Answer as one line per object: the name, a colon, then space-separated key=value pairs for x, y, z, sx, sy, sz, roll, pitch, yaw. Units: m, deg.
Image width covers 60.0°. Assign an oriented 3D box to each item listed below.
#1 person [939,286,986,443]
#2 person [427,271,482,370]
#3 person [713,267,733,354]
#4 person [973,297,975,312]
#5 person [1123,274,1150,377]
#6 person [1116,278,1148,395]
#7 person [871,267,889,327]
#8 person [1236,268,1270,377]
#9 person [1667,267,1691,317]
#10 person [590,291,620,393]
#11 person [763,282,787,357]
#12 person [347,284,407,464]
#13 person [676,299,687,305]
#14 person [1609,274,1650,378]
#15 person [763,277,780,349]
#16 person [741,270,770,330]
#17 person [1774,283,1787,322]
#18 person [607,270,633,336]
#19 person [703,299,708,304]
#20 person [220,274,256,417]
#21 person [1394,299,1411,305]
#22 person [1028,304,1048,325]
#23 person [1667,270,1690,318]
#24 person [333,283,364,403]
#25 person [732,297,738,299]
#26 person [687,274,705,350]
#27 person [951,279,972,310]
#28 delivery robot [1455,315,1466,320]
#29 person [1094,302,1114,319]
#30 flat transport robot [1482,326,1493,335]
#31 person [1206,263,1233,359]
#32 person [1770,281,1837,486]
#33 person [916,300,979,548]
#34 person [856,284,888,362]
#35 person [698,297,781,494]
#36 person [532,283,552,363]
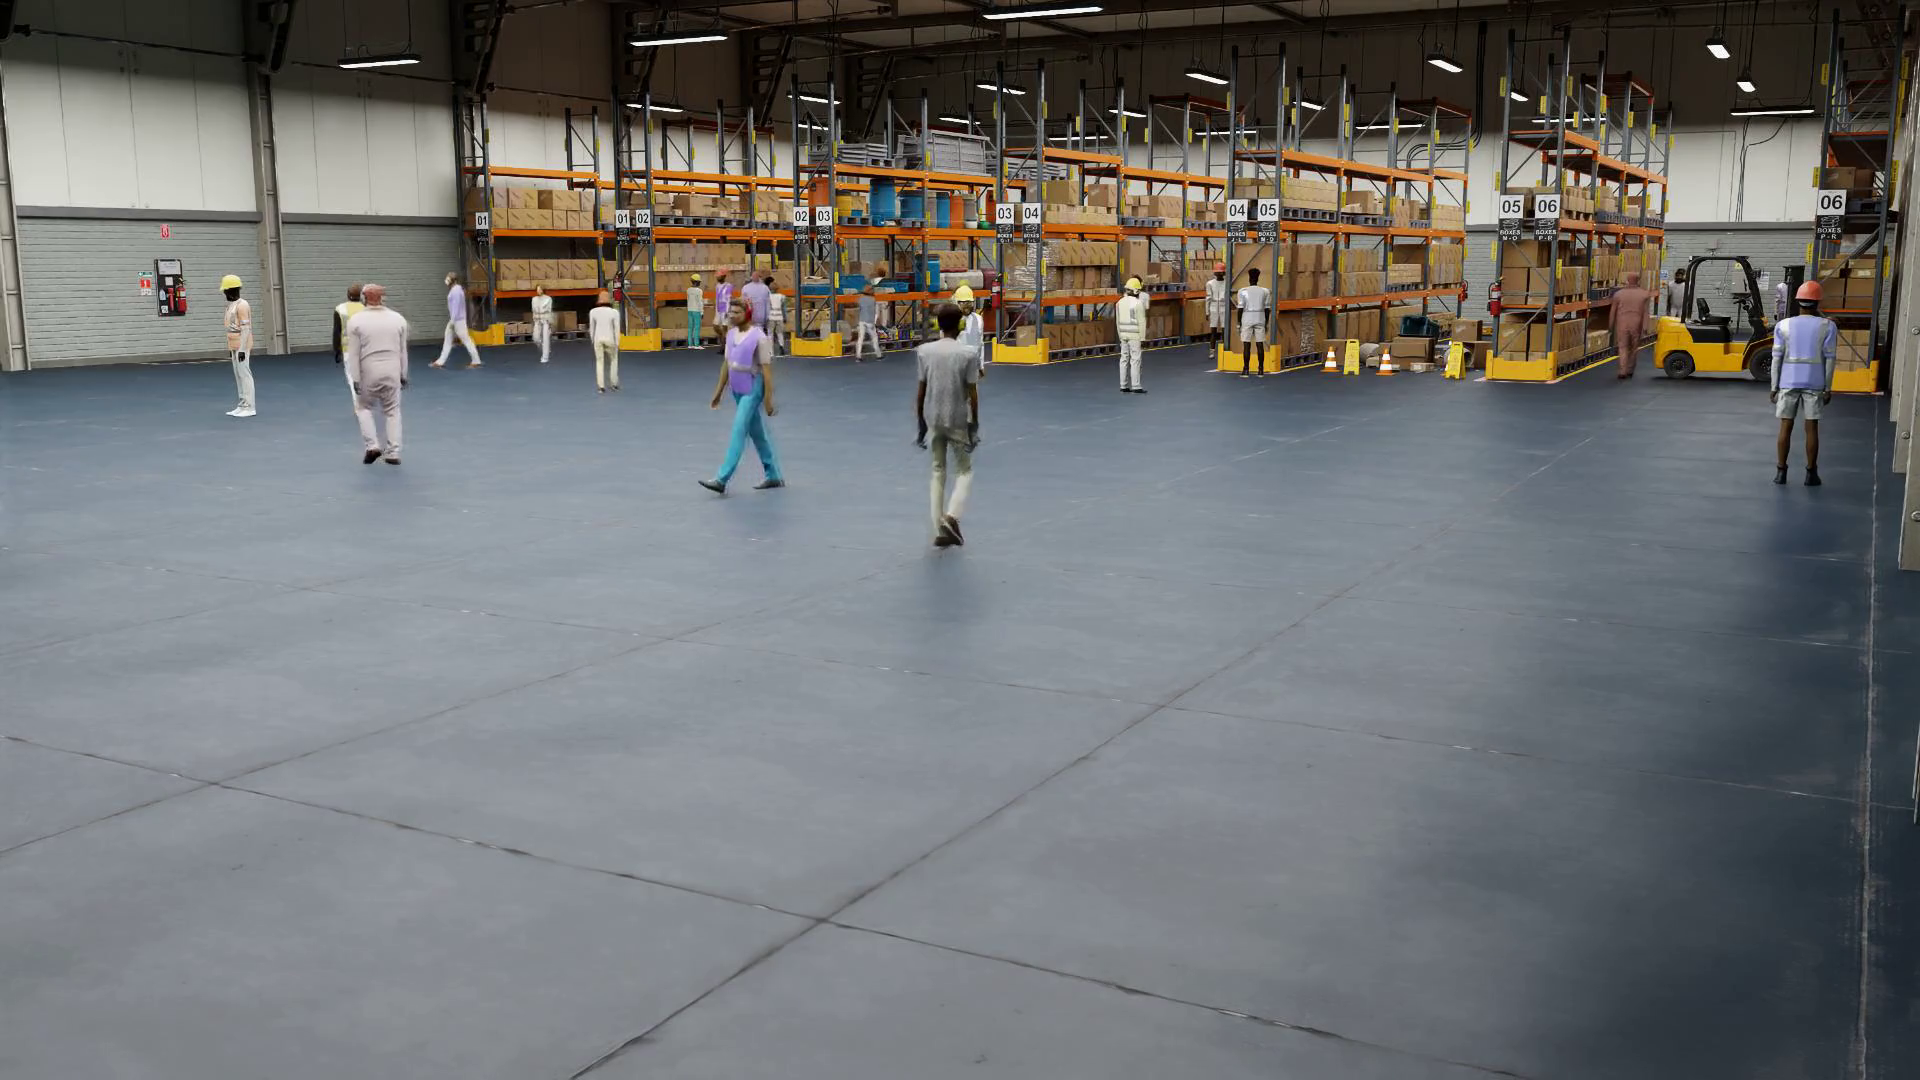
person: x=0.041 y=-2.047 z=19.433 sx=0.599 sy=1.830 sz=0.403 roll=-6 pitch=11 yaw=-30
person: x=-9.685 y=-4.194 z=31.861 sx=1.009 sy=1.885 sz=0.647 roll=-4 pitch=10 yaw=-21
person: x=-5.284 y=-5.088 z=36.956 sx=0.566 sy=1.930 sz=0.414 roll=9 pitch=13 yaw=42
person: x=0.139 y=-6.521 z=45.765 sx=0.625 sy=1.799 sz=0.972 roll=4 pitch=11 yaw=23
person: x=3.200 y=-3.912 z=30.293 sx=0.522 sy=1.856 sz=0.696 roll=4 pitch=11 yaw=24
person: x=2.722 y=-3.204 z=26.205 sx=0.404 sy=1.833 sz=0.590 roll=-7 pitch=12 yaw=-37
person: x=-2.192 y=-6.570 z=45.788 sx=0.598 sy=1.873 sz=0.645 roll=4 pitch=10 yaw=22
person: x=5.259 y=-3.898 z=29.874 sx=0.607 sy=1.966 sz=0.373 roll=-1 pitch=10 yaw=-3
person: x=17.923 y=-5.836 z=41.443 sx=0.587 sy=1.900 sz=0.541 roll=5 pitch=11 yaw=26
person: x=-5.686 y=-3.181 z=26.738 sx=0.514 sy=1.605 sz=0.754 roll=0 pitch=10 yaw=1
person: x=-3.969 y=-4.729 z=35.730 sx=0.567 sy=1.624 sz=0.444 roll=-4 pitch=10 yaw=-22
person: x=-6.074 y=-1.719 z=17.366 sx=0.652 sy=1.891 sz=0.460 roll=-7 pitch=12 yaw=-37
person: x=-6.997 y=-5.954 z=42.269 sx=0.508 sy=1.846 sz=0.345 roll=5 pitch=11 yaw=27
person: x=11.964 y=-3.817 z=29.756 sx=0.660 sy=1.853 sz=1.021 roll=4 pitch=10 yaw=21
person: x=-4.465 y=-5.340 z=39.106 sx=0.542 sy=1.696 sz=0.316 roll=6 pitch=11 yaw=32
person: x=-4.295 y=-4.736 z=35.053 sx=0.666 sy=1.881 sz=0.746 roll=-6 pitch=11 yaw=-30
person: x=18.398 y=-5.078 z=36.941 sx=0.580 sy=1.918 sz=0.401 roll=5 pitch=11 yaw=25
person: x=-8.484 y=-5.844 z=41.646 sx=0.633 sy=1.839 sz=0.429 roll=1 pitch=10 yaw=5
person: x=-7.245 y=-6.600 z=46.102 sx=0.595 sy=1.826 sz=1.020 roll=4 pitch=10 yaw=20
person: x=-9.801 y=-2.632 z=22.578 sx=0.364 sy=1.928 sz=0.587 roll=-7 pitch=12 yaw=-37
person: x=12.497 y=-6.753 z=46.766 sx=0.807 sy=1.898 sz=0.582 roll=3 pitch=10 yaw=15
person: x=1.853 y=-5.523 z=39.200 sx=0.524 sy=2.029 sz=0.635 roll=-9 pitch=13 yaw=-42
person: x=17.103 y=-5.492 z=39.605 sx=0.515 sy=1.841 sz=0.829 roll=4 pitch=11 yaw=24
person: x=-8.159 y=-2.576 z=22.587 sx=0.633 sy=1.819 sz=0.796 roll=-5 pitch=11 yaw=-27
person: x=-6.281 y=-6.479 z=45.633 sx=0.568 sy=1.742 sz=0.540 roll=3 pitch=10 yaw=19
person: x=-6.171 y=-5.325 z=38.851 sx=0.518 sy=1.757 sz=0.337 roll=8 pitch=12 yaw=38
person: x=-0.007 y=-4.517 z=34.271 sx=0.494 sy=1.714 sz=0.689 roll=-5 pitch=11 yaw=-28
delivery robot: x=13.611 y=-5.938 z=45.672 sx=0.707 sy=0.478 sz=0.477 roll=-1 pitch=10 yaw=-8
person: x=3.868 y=-6.369 z=44.509 sx=0.662 sy=1.906 sz=0.884 roll=3 pitch=10 yaw=19
flat transport robot: x=14.377 y=-5.786 z=45.886 sx=0.652 sy=0.197 sz=1.431 roll=1 pitch=10 yaw=6
person: x=5.481 y=-4.830 z=35.137 sx=0.606 sy=2.037 sz=0.405 roll=4 pitch=10 yaw=20
person: x=8.012 y=-1.485 z=15.830 sx=0.545 sy=1.939 sz=0.373 roll=6 pitch=11 yaw=32
person: x=-0.102 y=-0.846 z=12.358 sx=0.524 sy=1.857 sz=0.425 roll=3 pitch=10 yaw=16
person: x=-1.872 y=-4.481 z=34.377 sx=0.519 sy=1.589 sz=0.836 roll=7 pitch=12 yaw=37
person: x=-2.030 y=-1.323 z=15.305 sx=0.972 sy=1.795 sz=0.575 roll=-7 pitch=12 yaw=-35
person: x=-8.557 y=-4.447 z=34.094 sx=0.518 sy=1.623 sz=0.367 roll=4 pitch=10 yaw=21
